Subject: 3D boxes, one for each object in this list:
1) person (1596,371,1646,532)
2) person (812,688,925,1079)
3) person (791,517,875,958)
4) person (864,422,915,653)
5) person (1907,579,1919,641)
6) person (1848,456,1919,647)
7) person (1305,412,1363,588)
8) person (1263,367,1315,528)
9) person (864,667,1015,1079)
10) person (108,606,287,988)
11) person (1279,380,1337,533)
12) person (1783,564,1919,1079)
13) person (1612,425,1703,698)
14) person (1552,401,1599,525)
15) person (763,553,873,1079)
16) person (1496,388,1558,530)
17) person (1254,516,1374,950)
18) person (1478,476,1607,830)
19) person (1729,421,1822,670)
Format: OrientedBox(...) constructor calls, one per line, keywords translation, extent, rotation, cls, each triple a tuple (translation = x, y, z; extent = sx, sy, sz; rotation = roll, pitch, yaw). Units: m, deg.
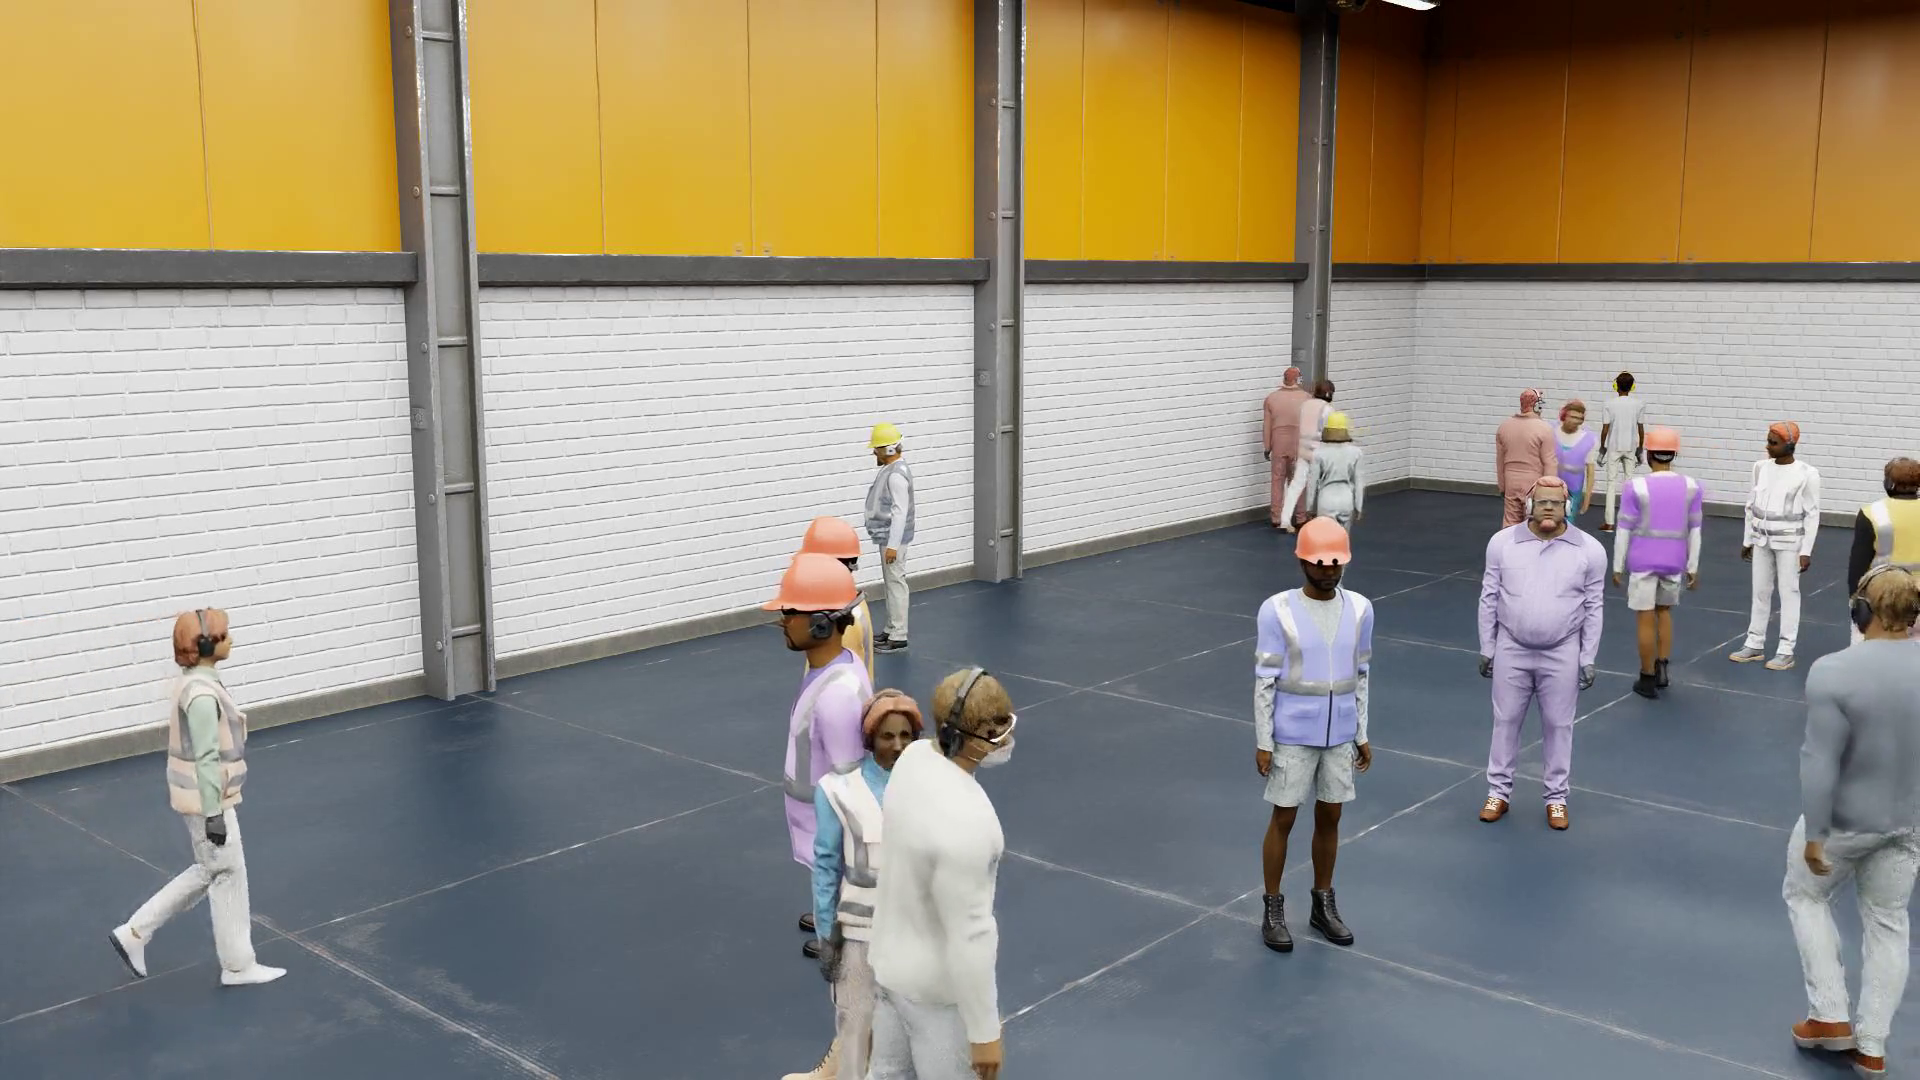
OrientedBox(translation=(7.664, -1.019, 19.289), extent=(0.519, 1.874, 0.326), rotation=(1, 9, 8), cls="person")
OrientedBox(translation=(-0.237, 1.291, 5.523), extent=(0.524, 1.634, 0.308), rotation=(-3, 9, -16), cls="person")
OrientedBox(translation=(-0.549, 0.858, 7.292), extent=(0.357, 1.938, 0.542), rotation=(-1, 9, -6), cls="person")
OrientedBox(translation=(-0.558, -0.022, 13.180), extent=(0.403, 1.823, 0.586), rotation=(-1, 9, -7), cls="person")
OrientedBox(translation=(4.940, 0.761, 8.517), extent=(0.803, 1.739, 0.524), rotation=(-1, 9, -5), cls="person")
OrientedBox(translation=(6.014, 0.379, 10.663), extent=(0.631, 1.826, 0.604), rotation=(0, 9, 0), cls="person")
OrientedBox(translation=(3.421, -0.325, 15.370), extent=(0.507, 1.717, 0.711), rotation=(-1, 9, -7), cls="person")
OrientedBox(translation=(3.910, -1.094, 19.655), extent=(0.650, 1.904, 0.401), rotation=(4, 10, 25), cls="person")
OrientedBox(translation=(-0.102, 1.280, 4.812), extent=(0.452, 1.906, 0.722), rotation=(-3, 10, -18), cls="person")
OrientedBox(translation=(-3.174, 1.083, 6.846), extent=(0.581, 1.628, 0.514), rotation=(-5, 10, -28), cls="person")
OrientedBox(translation=(4.079, -0.954, 19.198), extent=(0.996, 1.790, 0.633), rotation=(-6, 11, -32), cls="person")
OrientedBox(translation=(3.386, 1.035, 6.223), extent=(0.643, 1.918, 0.513), rotation=(-1, 9, -3), cls="person")
OrientedBox(translation=(4.899, 0.150, 11.773), extent=(0.569, 1.924, 0.496), rotation=(0, 9, 2), cls="person")
OrientedBox(translation=(5.851, -0.474, 16.196), extent=(0.621, 1.777, 0.952), rotation=(4, 10, 21), cls="person")
OrientedBox(translation=(-0.465, 1.054, 5.729), extent=(0.389, 2.045, 0.606), rotation=(-1, 9, -6), cls="person")
OrientedBox(translation=(5.426, -0.494, 15.881), extent=(0.410, 1.909, 0.642), rotation=(-6, 11, -34), cls="person")
OrientedBox(translation=(1.572, 0.851, 7.337), extent=(0.551, 1.935, 0.372), rotation=(-2, 9, -13), cls="person")
OrientedBox(translation=(3.121, 0.602, 8.984), extent=(0.643, 1.913, 0.411), rotation=(4, 10, 22), cls="person")
OrientedBox(translation=(6.195, 0.038, 12.610), extent=(0.358, 1.885, 0.572), rotation=(-5, 10, -26), cls="person")
